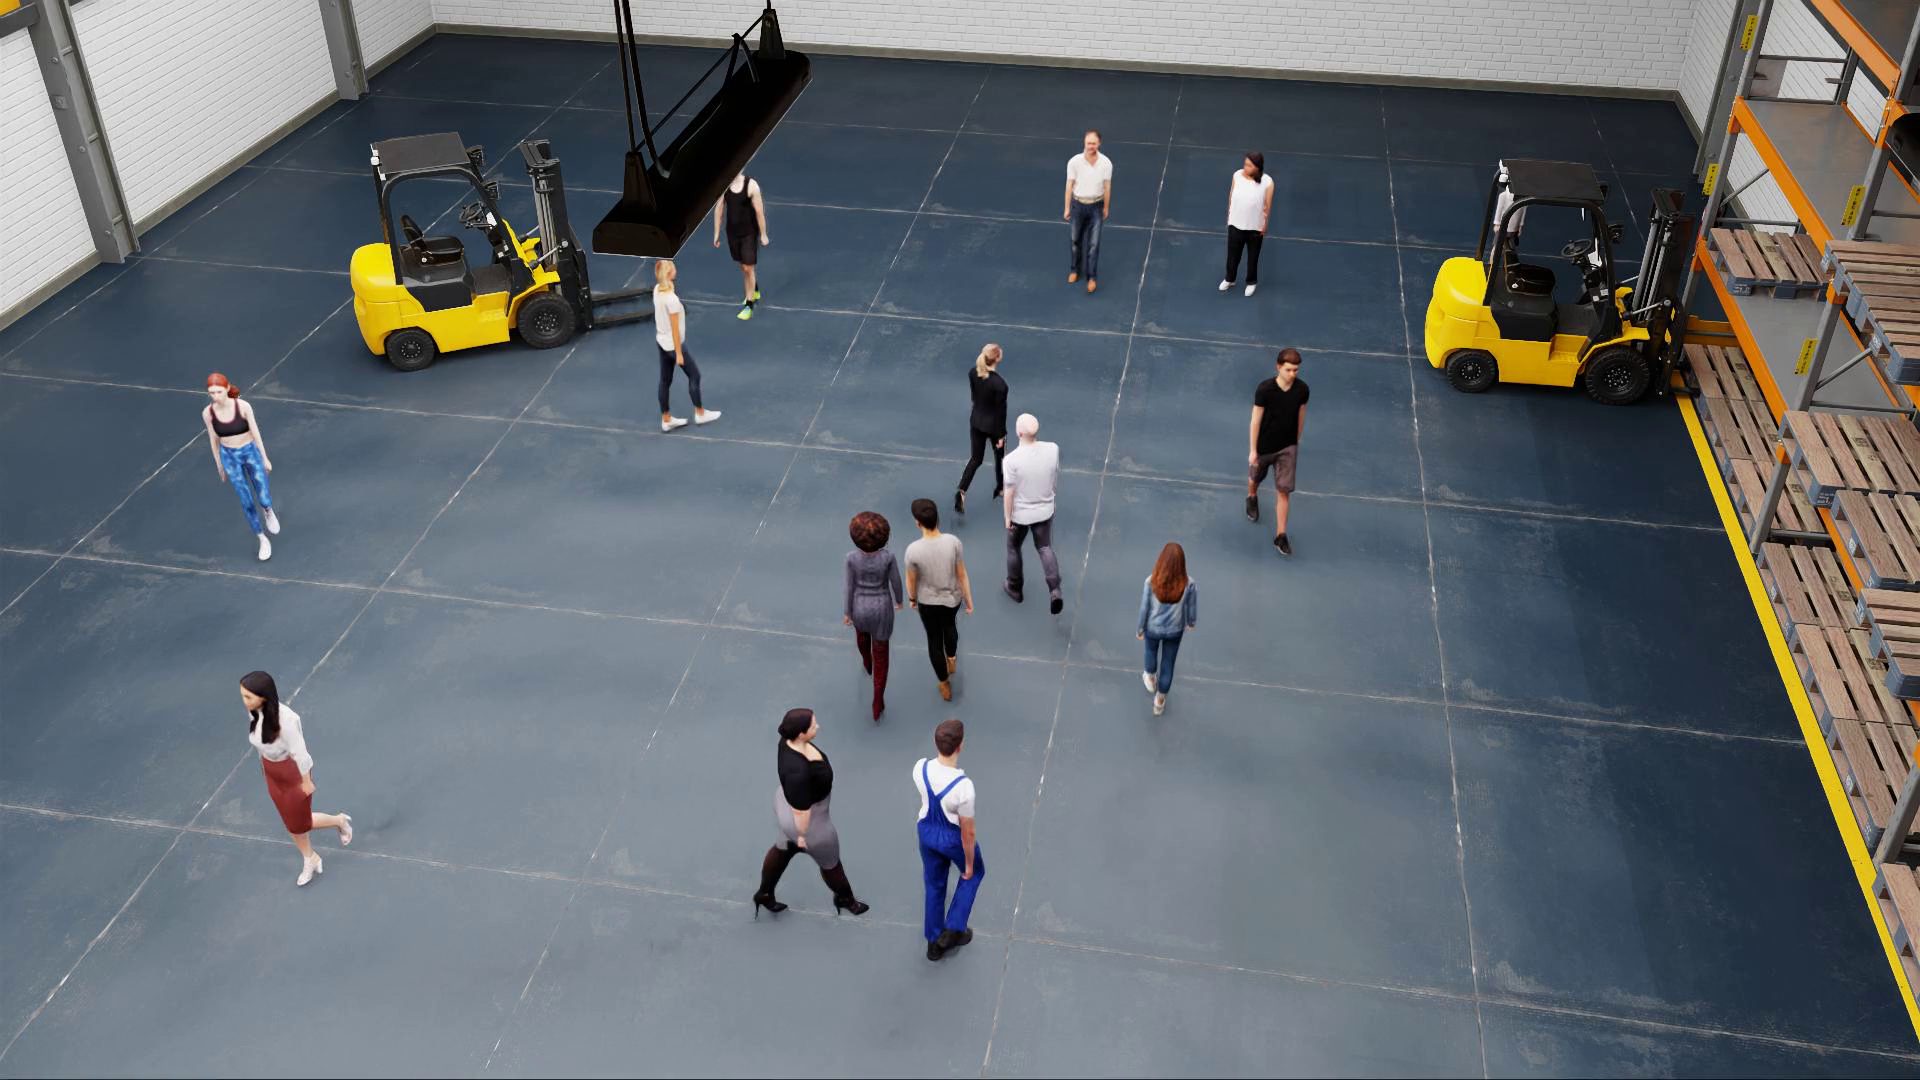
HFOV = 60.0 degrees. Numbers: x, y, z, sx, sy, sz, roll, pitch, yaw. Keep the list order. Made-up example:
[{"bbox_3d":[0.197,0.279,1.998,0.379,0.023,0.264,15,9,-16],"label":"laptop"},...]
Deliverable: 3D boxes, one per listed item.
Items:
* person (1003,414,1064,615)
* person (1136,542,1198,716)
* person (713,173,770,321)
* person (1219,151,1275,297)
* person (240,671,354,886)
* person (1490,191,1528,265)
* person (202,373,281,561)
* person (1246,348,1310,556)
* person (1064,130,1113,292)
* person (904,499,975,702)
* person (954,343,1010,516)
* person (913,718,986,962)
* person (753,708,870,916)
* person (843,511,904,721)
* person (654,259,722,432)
[{"bbox_3d":[0.616,-0.178,13.610,0.983,1.811,1.125,-13,36,-19],"label":"person"},{"bbox_3d":[1.550,0.706,12.594,0.622,1.463,0.730,3,34,5],"label":"person"},{"bbox_3d":[-2.378,-3.448,18.496,0.828,1.849,1.070,12,36,18],"label":"person"},{"bbox_3d":[3.265,-3.614,18.892,0.746,1.687,0.742,20,38,27],"label":"person"},{"bbox_3d":[-4.404,1.550,11.075,0.747,1.740,0.832,19,38,26],"label":"person"},{"bbox_3d":[6.383,-3.673,19.352,0.528,1.276,0.546,1,34,2],"label":"person"},{"bbox_3d":[-6.199,-0.688,14.408,0.749,1.777,0.841,-10,35,-14],"label":"person"},{"bbox_3d":[2.742,-0.878,14.655,0.844,1.820,1.268,-2,34,-2],"label":"person"},{"bbox_3d":[1.465,-3.836,19.072,0.664,1.857,0.708,6,34,9],"label":"person"},{"bbox_3d":[-0.159,0.502,12.699,0.837,1.688,0.930,-4,34,-6],"label":"person"},{"bbox_3d":[0.186,-0.964,14.913,0.901,1.678,1.115,22,40,30],"label":"person"},{"bbox_3d":[-0.143,1.946,10.395,0.722,1.833,0.760,17,37,24],"label":"person"},{"bbox_3d":[-1.100,1.804,10.709,0.965,1.723,1.033,-8,34,-12],"label":"person"},{"bbox_3d":[-0.661,0.601,12.563,0.707,1.674,1.045,0,34,0],"label":"person"},{"bbox_3d":[-2.874,-1.851,16.143,0.958,1.795,0.895,-22,39,-29],"label":"person"}]
